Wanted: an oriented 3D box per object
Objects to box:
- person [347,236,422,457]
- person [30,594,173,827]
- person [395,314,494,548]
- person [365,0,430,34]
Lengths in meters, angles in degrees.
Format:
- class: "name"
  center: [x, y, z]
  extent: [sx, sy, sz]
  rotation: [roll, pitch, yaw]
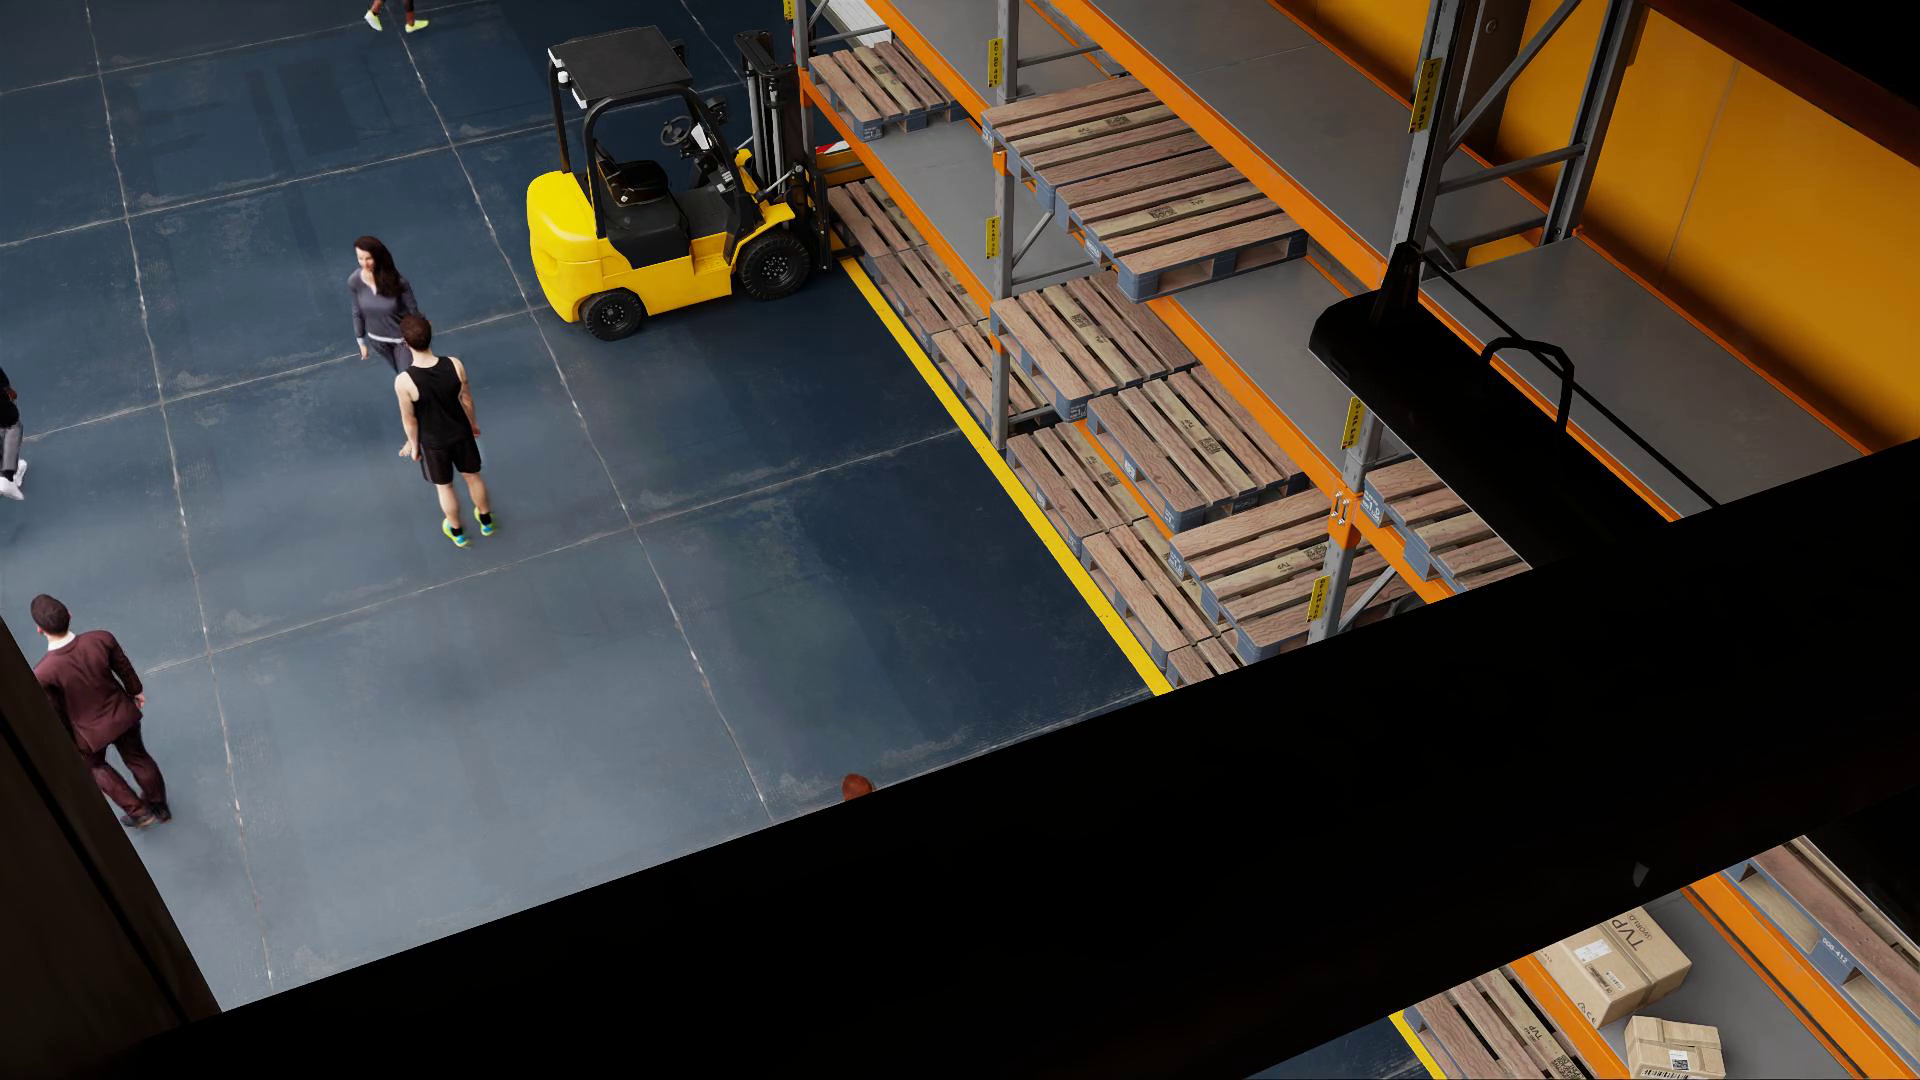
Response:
- class: "person"
  center: [-4.268, -1.567, 12.588]
  extent: [0.980, 1.717, 1.217]
  rotation: [2, 44, 2]
- class: "person"
  center: [-4.969, 1.083, 9.706]
  extent: [0.806, 1.853, 0.815]
  rotation: [28, 50, 27]
- class: "person"
  center: [-3.598, -0.736, 11.591]
  extent: [0.712, 1.888, 0.654]
  rotation: [-29, 51, -27]
- class: "person"
  center: [-6.003, -6.053, 17.282]
  extent: [0.906, 1.736, 0.827]
  rotation: [32, 52, 29]
